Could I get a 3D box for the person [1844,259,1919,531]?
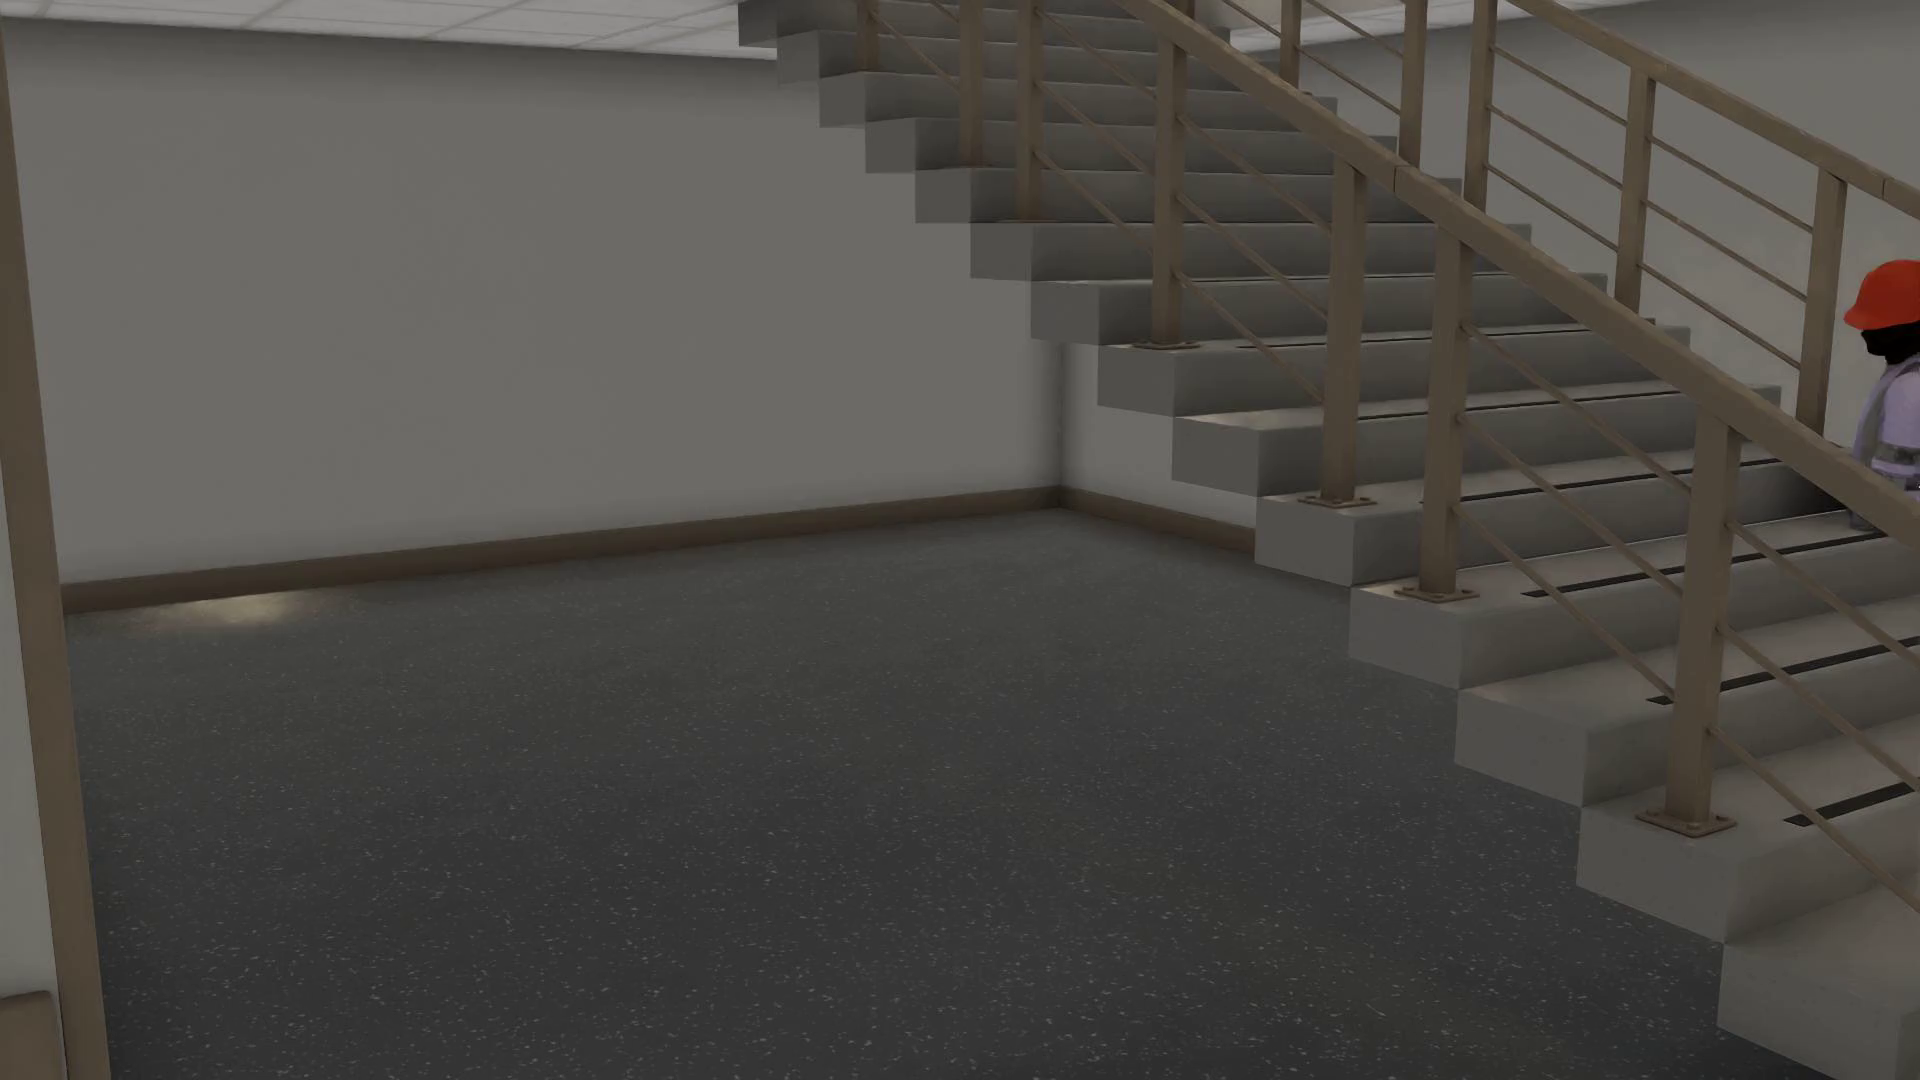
[{"bbox_3d":[3.178,-0.003,5.729,0.394,1.904,0.617,7,13,31],"label":"person"}]
